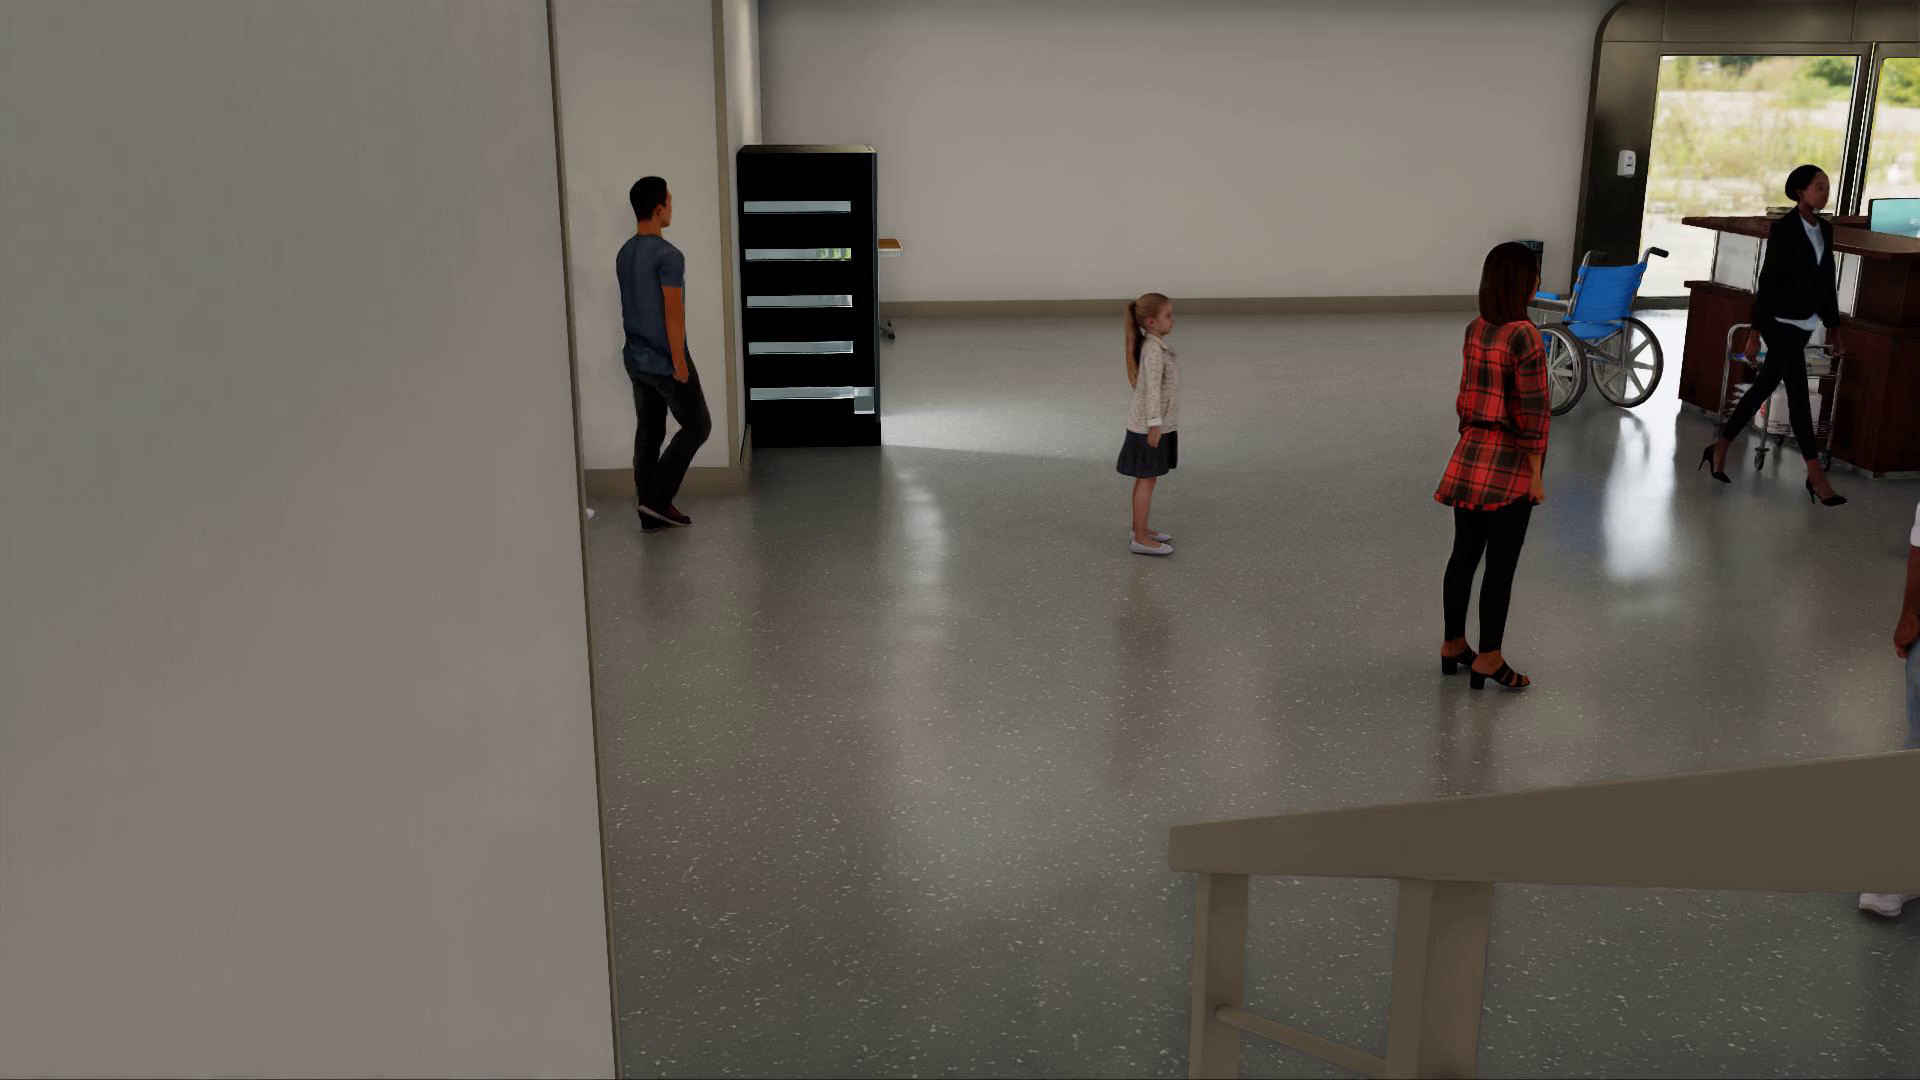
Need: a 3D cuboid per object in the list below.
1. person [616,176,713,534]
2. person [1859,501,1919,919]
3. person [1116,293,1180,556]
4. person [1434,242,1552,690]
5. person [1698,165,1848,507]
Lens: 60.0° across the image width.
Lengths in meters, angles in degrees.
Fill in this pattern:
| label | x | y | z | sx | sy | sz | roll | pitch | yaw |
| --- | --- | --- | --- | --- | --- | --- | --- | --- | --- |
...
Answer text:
| label | x | y | z | sx | sy | sz | roll | pitch | yaw |
| --- | --- | --- | --- | --- | --- | --- | --- | --- | --- |
| person | -1.585 | -0.895 | 8.345 | 0.861 | 1.803 | 0.780 | -14 | 21 | -41 |
| person | 2.820 | 0.189 | 4.478 | 0.734 | 1.815 | 0.778 | 11 | 19 | 34 |
| person | 0.941 | -0.584 | 8.203 | 0.600 | 1.275 | 0.504 | 2 | 16 | 7 |
| person | 2.042 | -0.279 | 6.343 | 0.729 | 1.703 | 0.572 | -5 | 17 | -19 |
| person | 4.447 | -1.098 | 9.099 | 0.911 | 1.784 | 1.213 | -8 | 18 | -27 |
